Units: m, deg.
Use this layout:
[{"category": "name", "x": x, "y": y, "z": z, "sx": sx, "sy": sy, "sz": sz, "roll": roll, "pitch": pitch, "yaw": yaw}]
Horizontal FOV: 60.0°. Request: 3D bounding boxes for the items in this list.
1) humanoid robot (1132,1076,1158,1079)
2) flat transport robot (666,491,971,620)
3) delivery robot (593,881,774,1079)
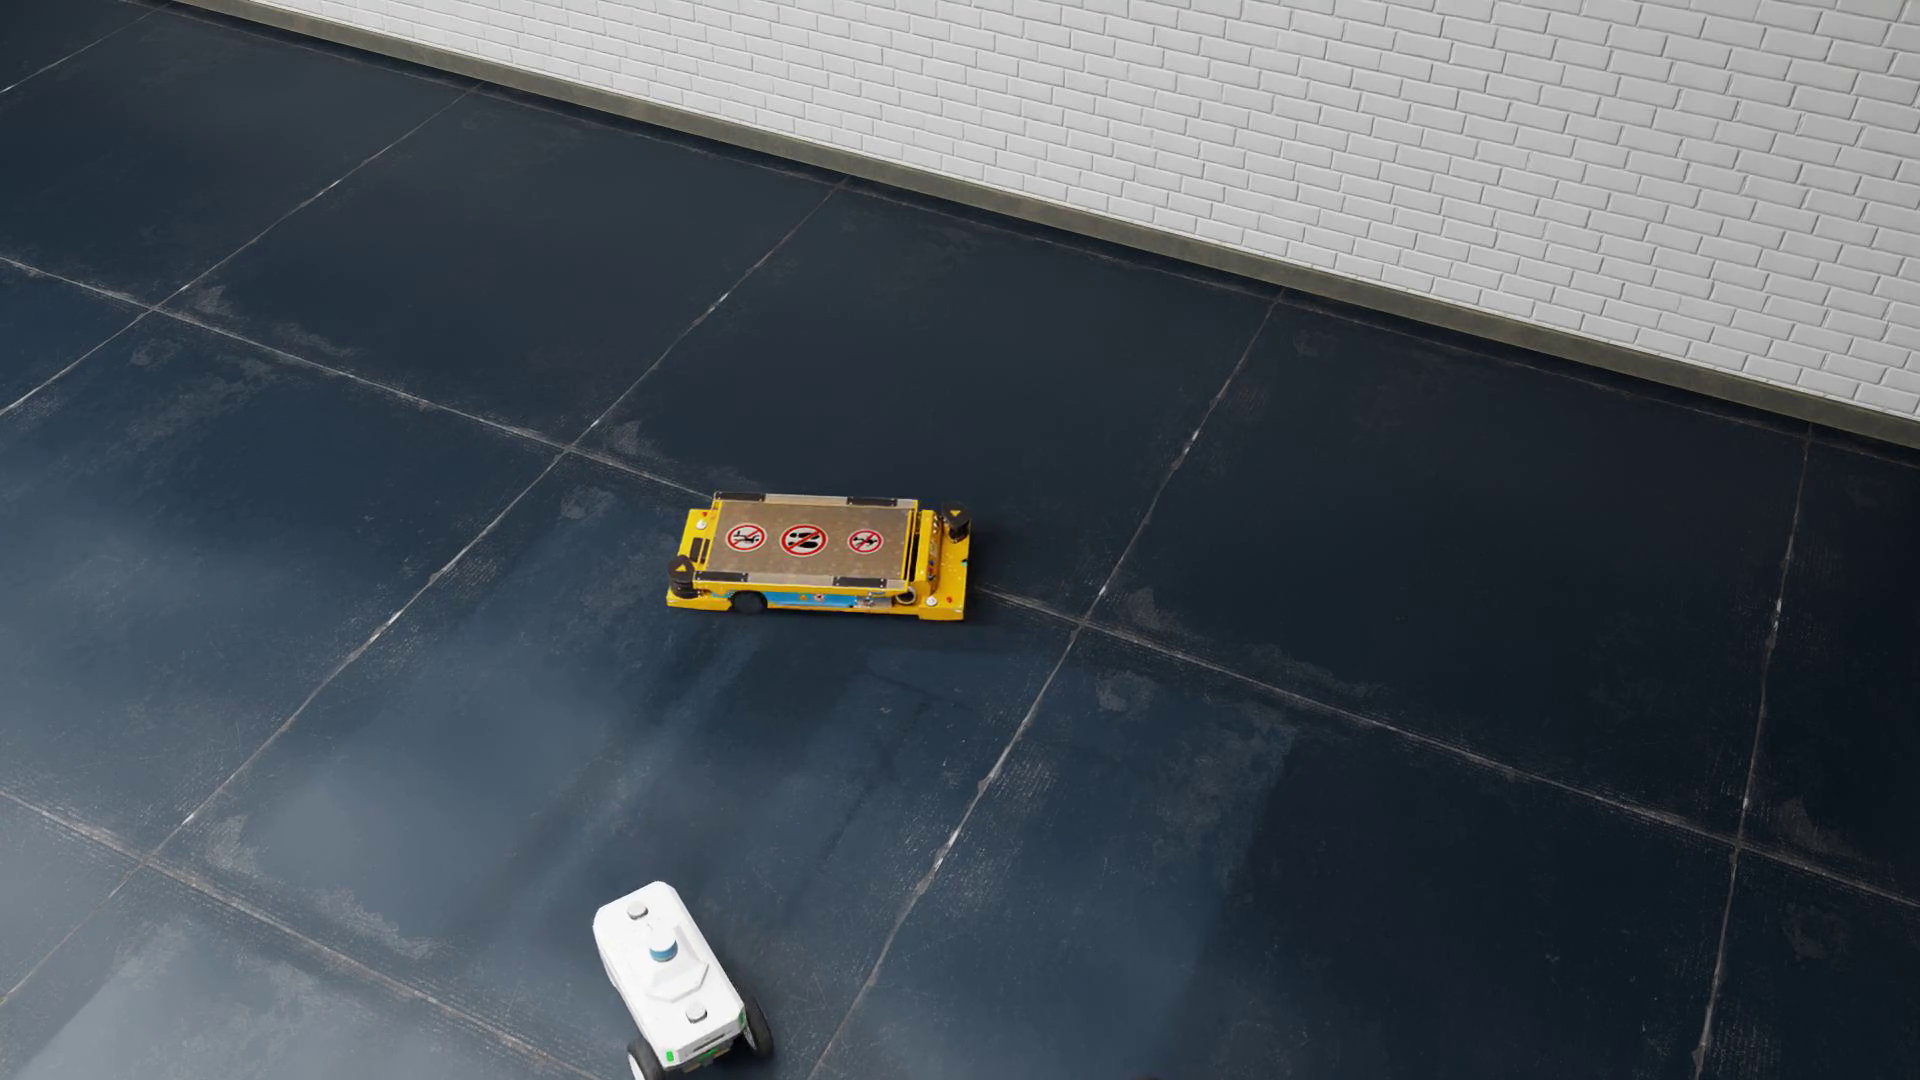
[{"category": "humanoid robot", "x": 0.541, "y": 2.078, "z": 4.978, "sx": 0.611, "sy": 1.653, "sz": 0.360, "roll": 10, "pitch": 44, "yaw": 11}, {"category": "flat transport robot", "x": -0.678, "y": 0.077, "z": 8.172, "sx": 1.431, "sy": 0.231, "sz": 0.659, "roll": 2, "pitch": 43, "yaw": 3}, {"category": "delivery robot", "x": -1.073, "y": 1.686, "z": 6.234, "sx": 0.499, "sy": 0.606, "sz": 0.796, "roll": -23, "pitch": 48, "yaw": -23}]
